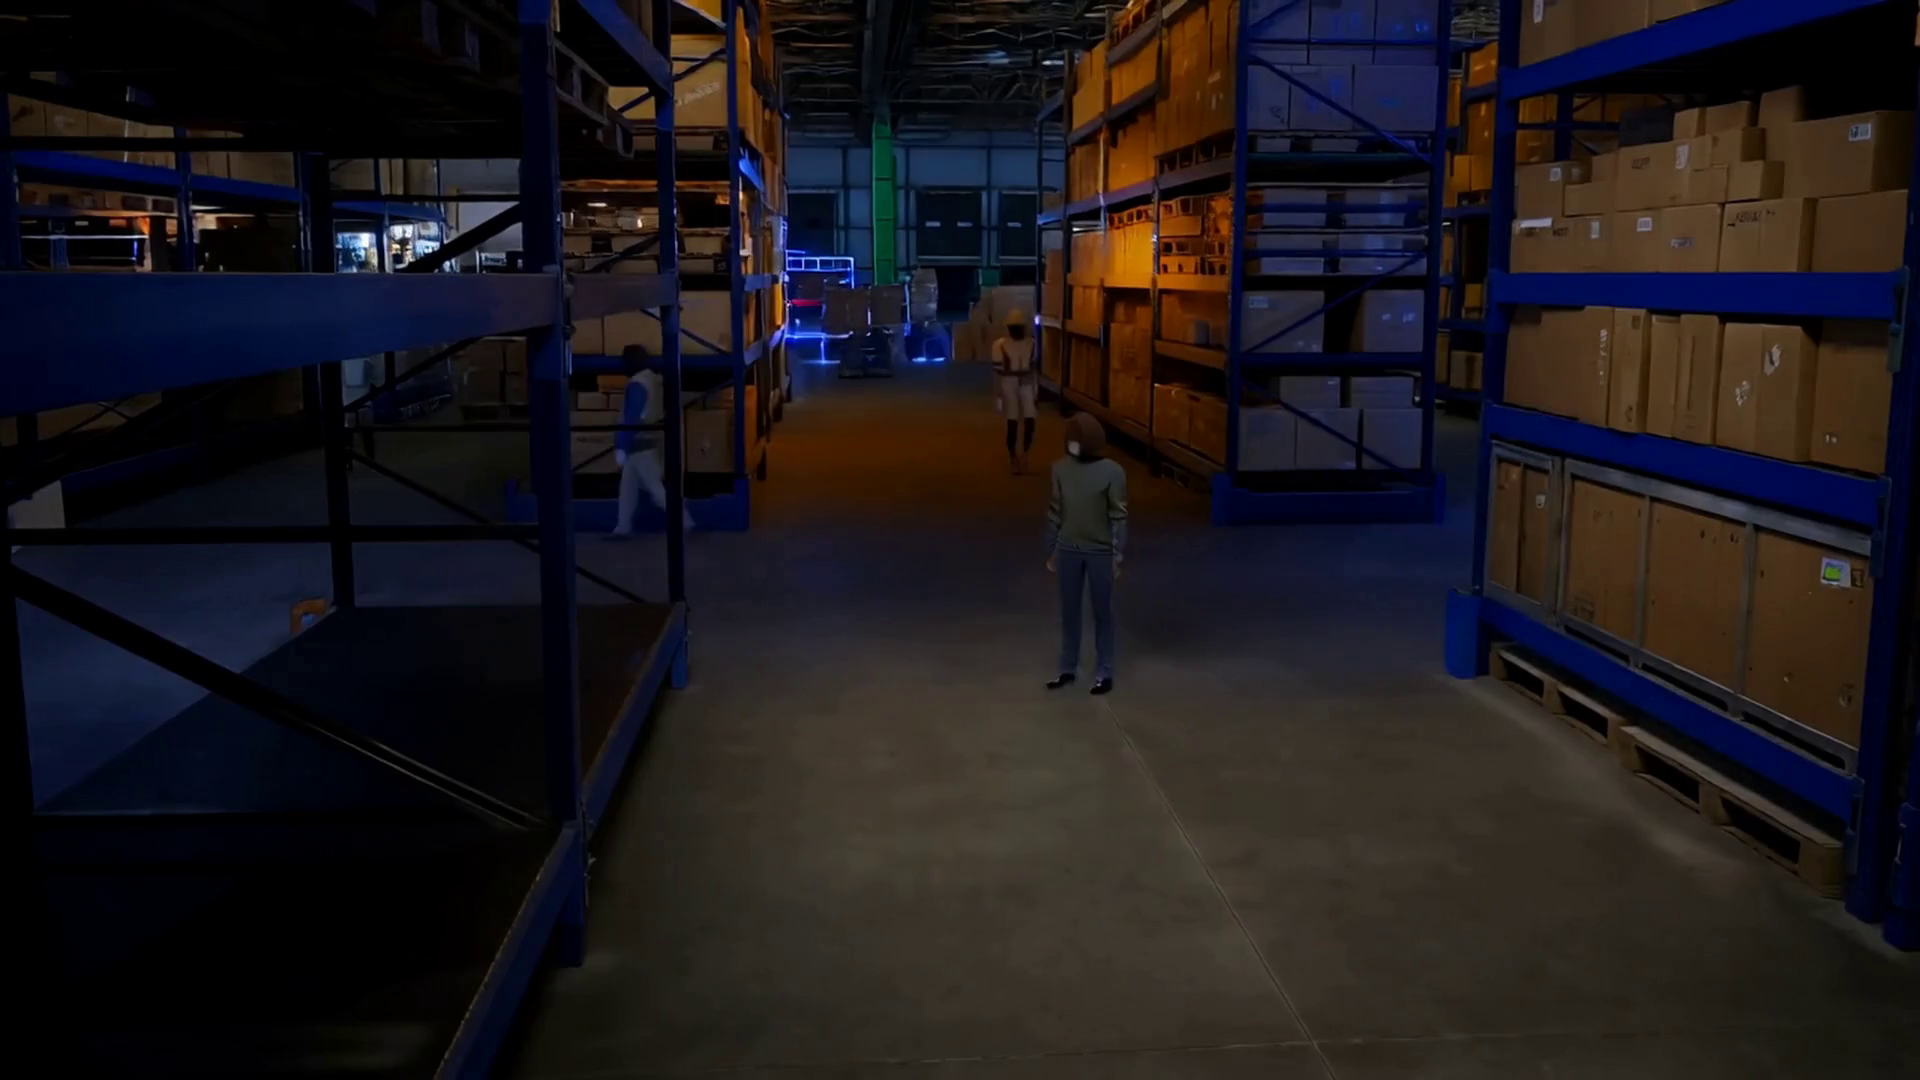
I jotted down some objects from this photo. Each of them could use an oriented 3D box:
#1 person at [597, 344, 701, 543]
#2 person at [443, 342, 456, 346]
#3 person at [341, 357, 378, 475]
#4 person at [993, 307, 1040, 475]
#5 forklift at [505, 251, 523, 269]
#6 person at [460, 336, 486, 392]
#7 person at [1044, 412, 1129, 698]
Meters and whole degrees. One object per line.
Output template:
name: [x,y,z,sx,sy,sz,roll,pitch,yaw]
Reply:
person: [-2.767,-0.839,14.787,0.916,1.812,0.634,0,9,0]
person: [-16.697,-7.143,54.135,0.598,1.873,1.000,3,10,21]
person: [-7.283,-1.624,20.035,0.535,1.697,0.318,-6,11,-32]
person: [0.689,-1.785,20.018,0.606,2.024,0.428,-2,9,-13]
forklift: [-7.556,-3.751,29.684,1.129,2.768,1.873,-1,9,-4]
person: [-9.724,-3.711,33.200,0.538,1.683,0.611,-7,12,-38]
person: [0.715,0.083,9.510,0.506,1.631,0.277,6,11,33]
